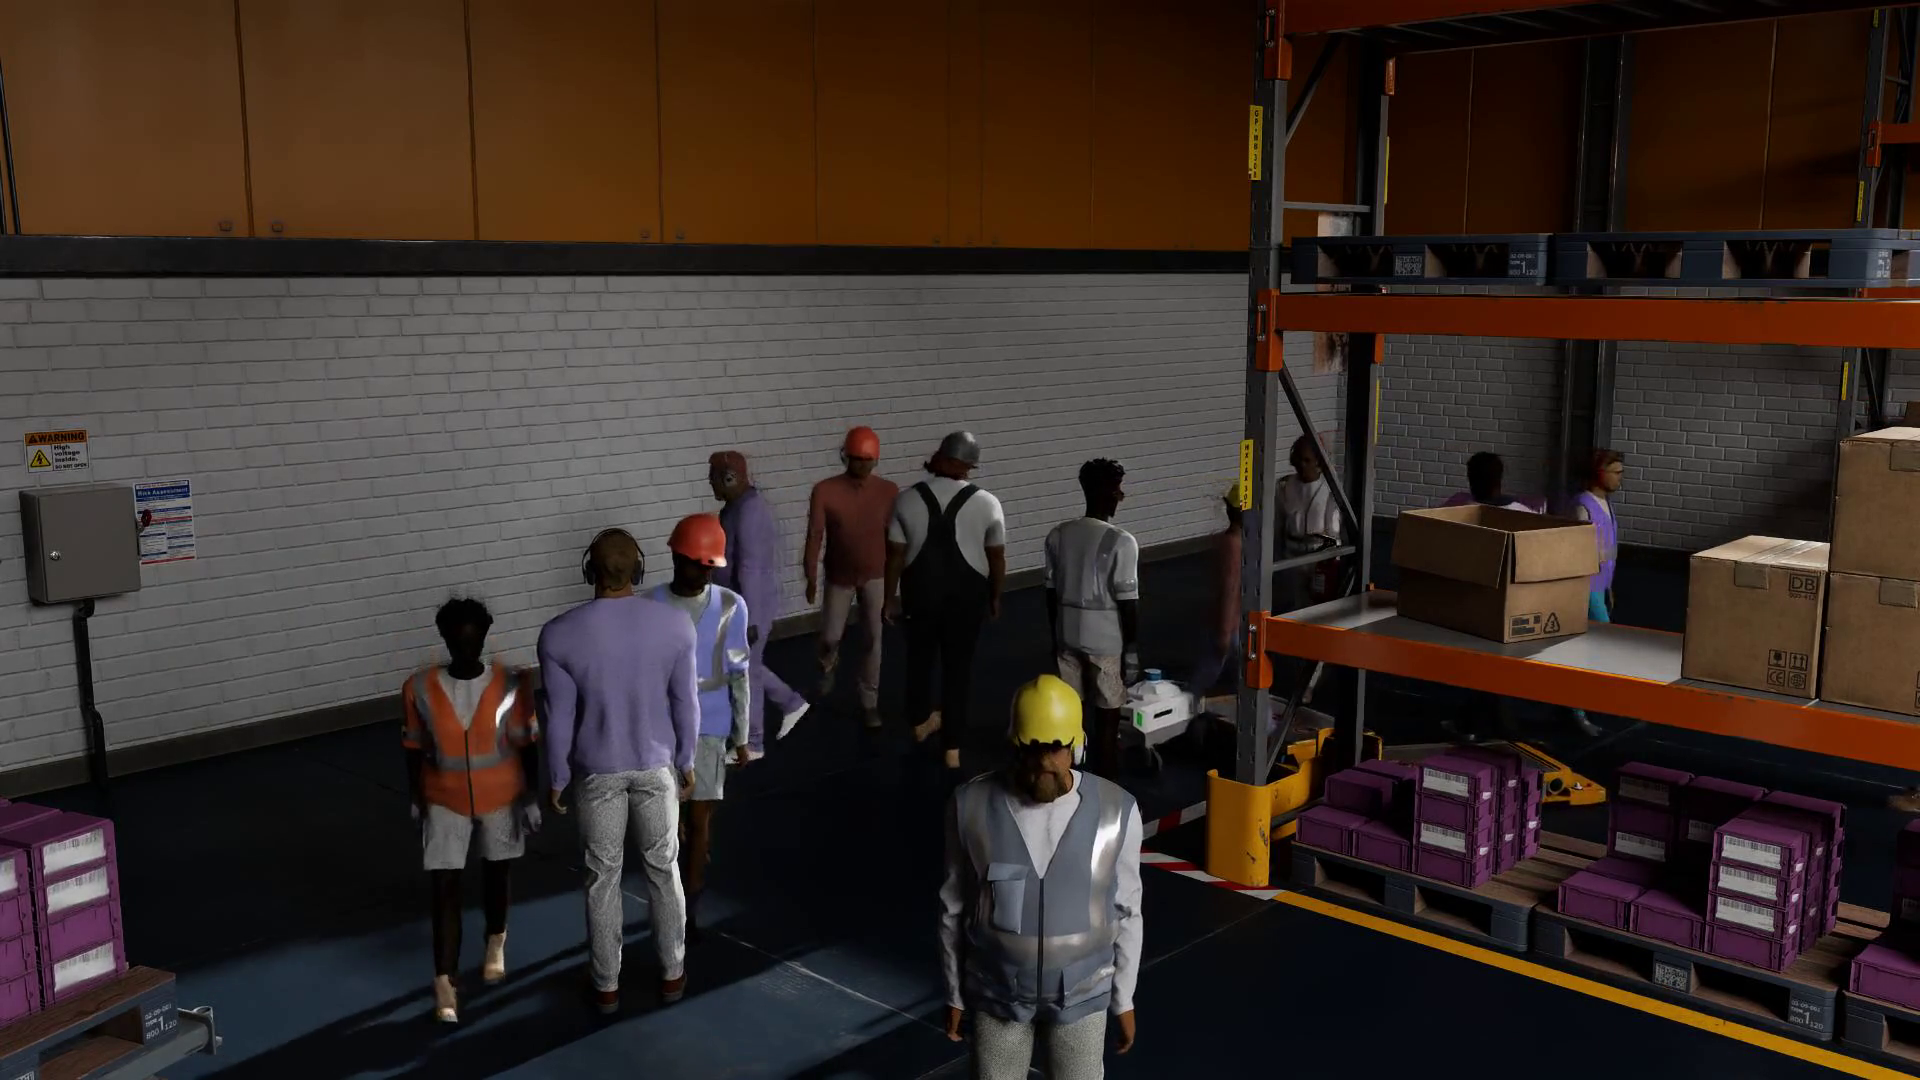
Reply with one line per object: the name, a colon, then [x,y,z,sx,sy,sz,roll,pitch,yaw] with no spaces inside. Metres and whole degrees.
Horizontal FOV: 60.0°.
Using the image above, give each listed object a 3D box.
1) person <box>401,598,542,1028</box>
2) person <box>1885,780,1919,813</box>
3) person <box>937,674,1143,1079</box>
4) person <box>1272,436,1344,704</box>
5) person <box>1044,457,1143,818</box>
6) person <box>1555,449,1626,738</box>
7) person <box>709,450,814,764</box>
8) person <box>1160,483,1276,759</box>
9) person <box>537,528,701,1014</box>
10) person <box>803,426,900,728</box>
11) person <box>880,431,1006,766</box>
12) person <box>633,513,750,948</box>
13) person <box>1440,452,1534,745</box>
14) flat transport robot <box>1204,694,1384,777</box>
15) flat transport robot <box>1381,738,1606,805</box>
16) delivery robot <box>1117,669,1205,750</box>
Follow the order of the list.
person: [-1.925,1.055,6.577,0.543,1.652,0.840,-2,10,-15]
person: [5.213,0.598,8.916,0.439,1.822,0.653,3,10,18]
person: [0.226,1.274,4.739,0.586,1.833,0.403,0,9,2]
person: [2.366,0.193,11.362,0.599,1.839,0.861,6,11,33]
person: [0.715,0.535,8.857,0.367,1.964,0.609,-9,13,-44]
person: [3.987,0.337,10.481,0.483,1.827,0.592,6,11,32]
person: [-1.223,0.390,9.998,0.551,1.879,0.693,-1,9,-8]
person: [1.623,0.496,9.862,0.882,1.715,0.529,0,9,2]
person: [-1.343,0.914,6.619,0.627,1.941,0.373,-3,10,-19]
person: [-0.723,0.199,10.951,0.648,1.963,0.809,-2,10,-15]
person: [-0.088,0.298,10.084,0.753,2.000,0.834,1,9,8]
person: [-1.230,0.814,7.327,0.628,1.909,0.473,-1,9,-7]
person: [3.156,0.407,9.987,0.600,1.871,0.981,-3,10,-20]
flat transport robot: [1.894,1.167,10.171,0.652,0.197,1.431,-5,10,-27]
flat transport robot: [2.771,1.314,9.266,1.431,0.197,0.652,-2,9,-11]
delivery robot: [1.149,1.015,9.948,0.477,0.478,0.707,8,12,42]
